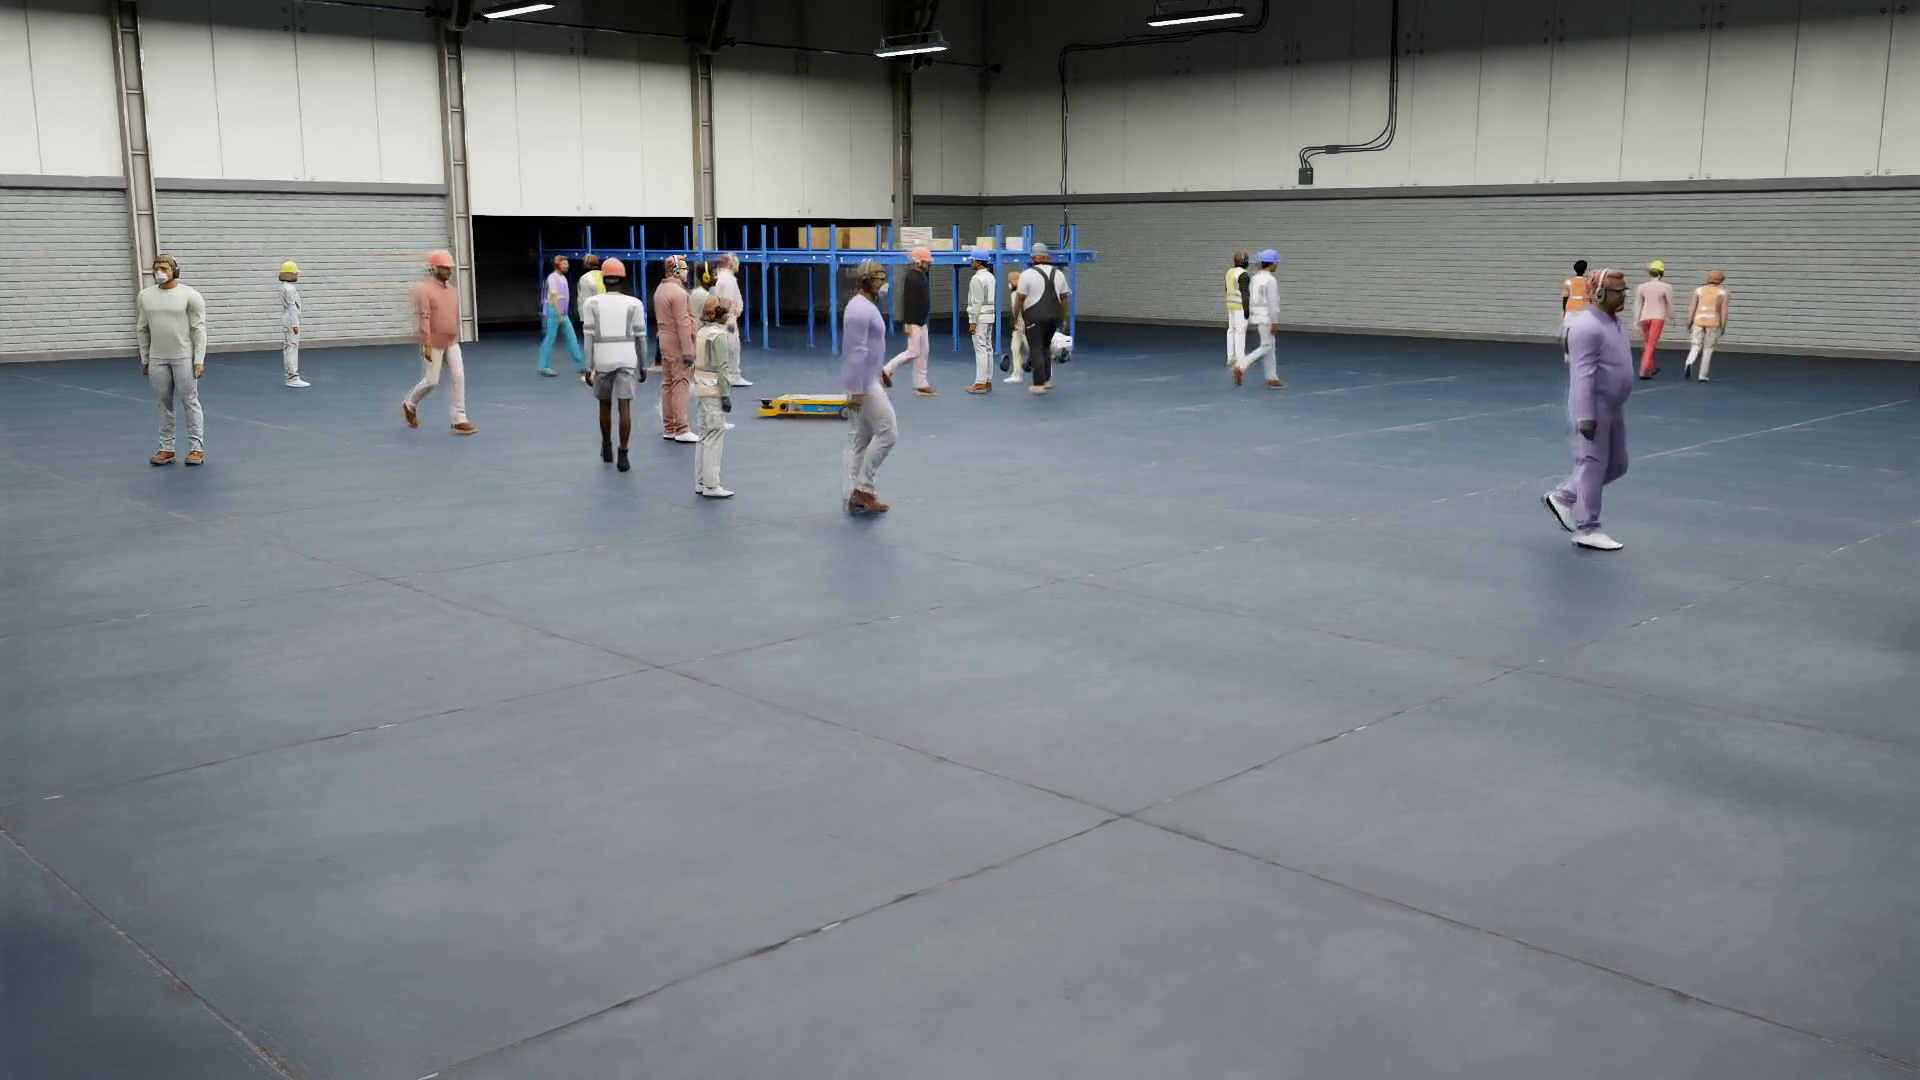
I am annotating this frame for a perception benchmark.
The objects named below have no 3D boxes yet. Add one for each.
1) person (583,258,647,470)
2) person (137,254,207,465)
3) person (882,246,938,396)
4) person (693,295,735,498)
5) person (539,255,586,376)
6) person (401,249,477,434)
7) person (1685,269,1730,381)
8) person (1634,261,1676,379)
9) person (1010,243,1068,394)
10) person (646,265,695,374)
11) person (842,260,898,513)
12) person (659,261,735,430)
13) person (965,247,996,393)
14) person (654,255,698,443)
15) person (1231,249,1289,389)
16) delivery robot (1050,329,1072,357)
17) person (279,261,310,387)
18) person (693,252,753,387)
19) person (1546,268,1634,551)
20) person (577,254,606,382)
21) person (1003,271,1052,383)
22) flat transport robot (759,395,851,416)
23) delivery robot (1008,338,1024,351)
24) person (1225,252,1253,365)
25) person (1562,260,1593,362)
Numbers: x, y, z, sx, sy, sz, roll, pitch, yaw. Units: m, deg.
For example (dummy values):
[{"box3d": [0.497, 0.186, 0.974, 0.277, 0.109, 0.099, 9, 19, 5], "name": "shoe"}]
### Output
[{"box3d": [-3.166, -1.630, 15.309, 0.568, 1.891, 0.930, -2, 11, -11], "name": "person"}, {"box3d": [-7.292, -1.669, 15.407, 0.630, 1.940, 0.372, 0, 10, 1], "name": "person"}, {"box3d": [-0.683, -2.903, 22.048, 0.732, 1.976, 0.641, 3, 11, 18], "name": "person"}, {"box3d": [-2.002, -1.166, 13.524, 0.323, 1.630, 0.507, -5, 12, -26], "name": "person"}, {"box3d": [-5.950, -3.365, 25.038, 0.933, 1.802, 0.594, 2, 11, 11], "name": "person"}, {"box3d": [-5.633, -2.129, 17.845, 0.824, 1.967, 0.620, 6, 12, 30], "name": "person"}, {"box3d": [10.788, -3.096, 24.033, 0.556, 1.618, 0.506, 10, 14, 42], "name": "person"}, {"box3d": [10.344, -3.269, 24.741, 0.917, 1.719, 0.530, -8, 13, -38], "name": "person"}, {"box3d": [1.047, -2.999, 22.498, 0.712, 2.000, 0.723, -6, 12, -31], "name": "person"}, {"box3d": [-4.403, -3.380, 25.509, 0.869, 1.657, 0.540, 4, 11, 21], "name": "person"}, {"box3d": [-0.660, -1.154, 12.632, 0.487, 1.923, 0.664, 0, 10, 2], "name": "person"}, {"box3d": [-2.873, -2.101, 18.046, 0.770, 1.848, 0.524, -4, 11, -19], "name": "person"}, {"box3d": [0.284, -2.974, 22.491, 0.381, 1.951, 0.605, 4, 11, 19], "name": "person"}, {"box3d": [-2.891, -1.965, 17.110, 0.408, 1.909, 0.642, -6, 12, -31], "name": "person"}, {"box3d": [4.143, -3.027, 22.860, 0.816, 1.923, 0.624, -2, 11, -9], "name": "person"}, {"box3d": [1.626, -3.319, 28.042, 0.477, 0.478, 0.707, 5, 12, 25], "name": "delivery robot"}, {"box3d": [-9.394, -3.042, 23.429, 0.295, 1.744, 0.490, -6, 12, -31], "name": "person"}, {"box3d": [-3.320, -3.072, 23.200, 0.749, 1.884, 0.647, -2, 11, -10], "name": "person"}, {"box3d": [4.291, -0.889, 11.286, 0.514, 1.891, 0.648, 9, 14, 42], "name": "person"}, {"box3d": [-5.329, -3.221, 24.137, 0.430, 1.845, 0.619, 5, 11, 24], "name": "person"}, {"box3d": [0.973, -3.082, 24.032, 0.703, 1.596, 0.537, -5, 12, -26], "name": "person"}, {"box3d": [-1.596, -1.591, 19.652, 1.431, 0.197, 0.652, 2, 10, 8], "name": "flat transport robot"}, {"box3d": [0.998, -3.110, 26.193, 0.335, 0.223, 0.698, 6, 12, 29], "name": "delivery robot"}, {"box3d": [4.562, -3.765, 27.105, 0.429, 1.844, 0.625, -3, 11, -18], "name": "person"}, {"box3d": [10.345, -3.828, 27.838, 0.532, 1.697, 0.320, 5, 11, 25], "name": "person"}]
